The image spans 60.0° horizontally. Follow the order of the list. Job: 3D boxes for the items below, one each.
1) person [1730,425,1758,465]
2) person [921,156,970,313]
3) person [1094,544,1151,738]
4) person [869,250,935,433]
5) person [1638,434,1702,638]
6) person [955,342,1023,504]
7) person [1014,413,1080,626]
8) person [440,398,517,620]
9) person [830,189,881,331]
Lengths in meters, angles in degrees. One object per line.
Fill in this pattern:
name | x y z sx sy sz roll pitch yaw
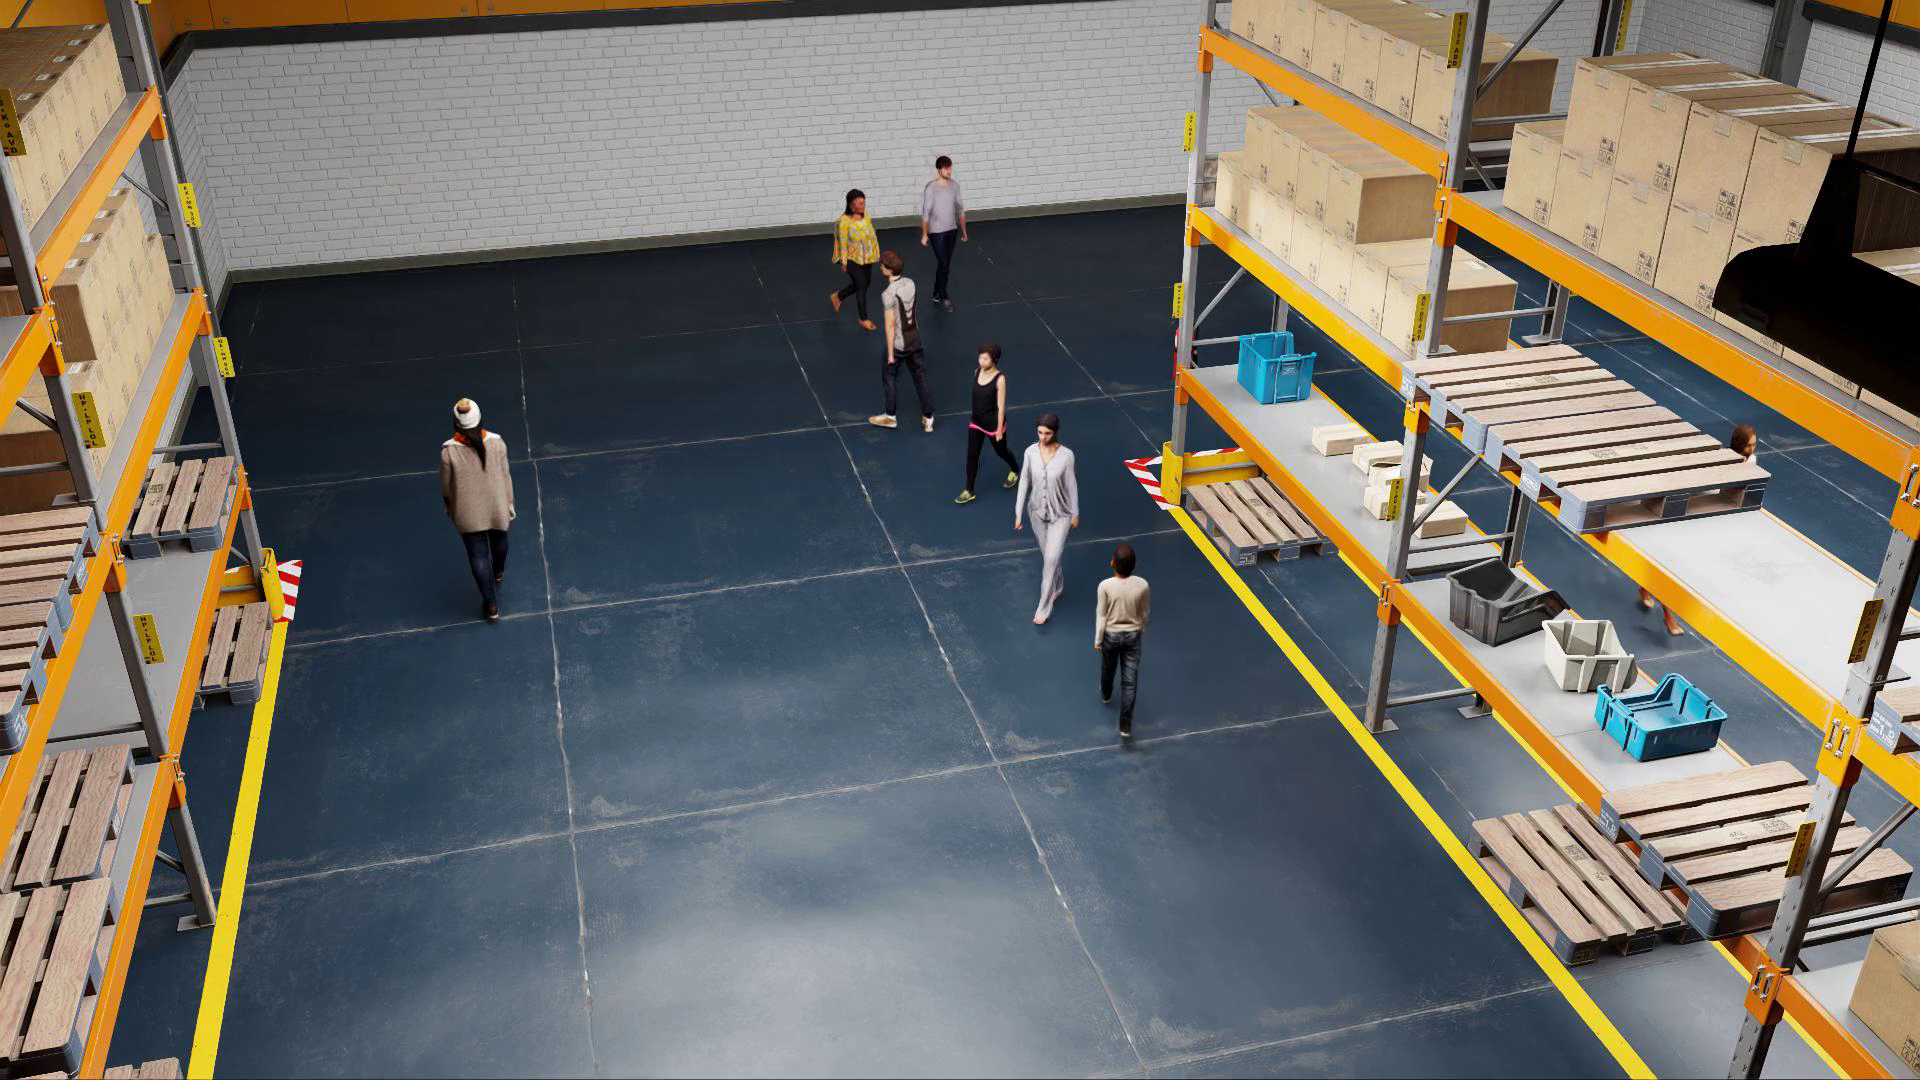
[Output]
person | 6.167 -0.213 13.575 0.752 1.652 0.825 -18 33 -30
person | -0.261 -3.668 19.727 0.867 1.825 0.945 -21 35 -33
person | 1.183 0.748 12.032 0.766 1.443 1.077 2 29 3
person | -0.508 -1.947 16.537 1.026 1.859 0.935 24 37 37
person | 5.720 -0.119 13.408 0.591 1.646 1.015 -5 29 -10
person | 0.323 -1.107 15.355 1.048 1.516 0.966 25 37 37
person | 0.766 -0.252 13.552 0.970 1.742 1.066 12 31 21
person | -3.865 -0.237 13.416 0.807 1.846 1.157 -12 31 -21
person | -1.234 -3.242 19.144 1.075 1.637 1.012 17 33 28
